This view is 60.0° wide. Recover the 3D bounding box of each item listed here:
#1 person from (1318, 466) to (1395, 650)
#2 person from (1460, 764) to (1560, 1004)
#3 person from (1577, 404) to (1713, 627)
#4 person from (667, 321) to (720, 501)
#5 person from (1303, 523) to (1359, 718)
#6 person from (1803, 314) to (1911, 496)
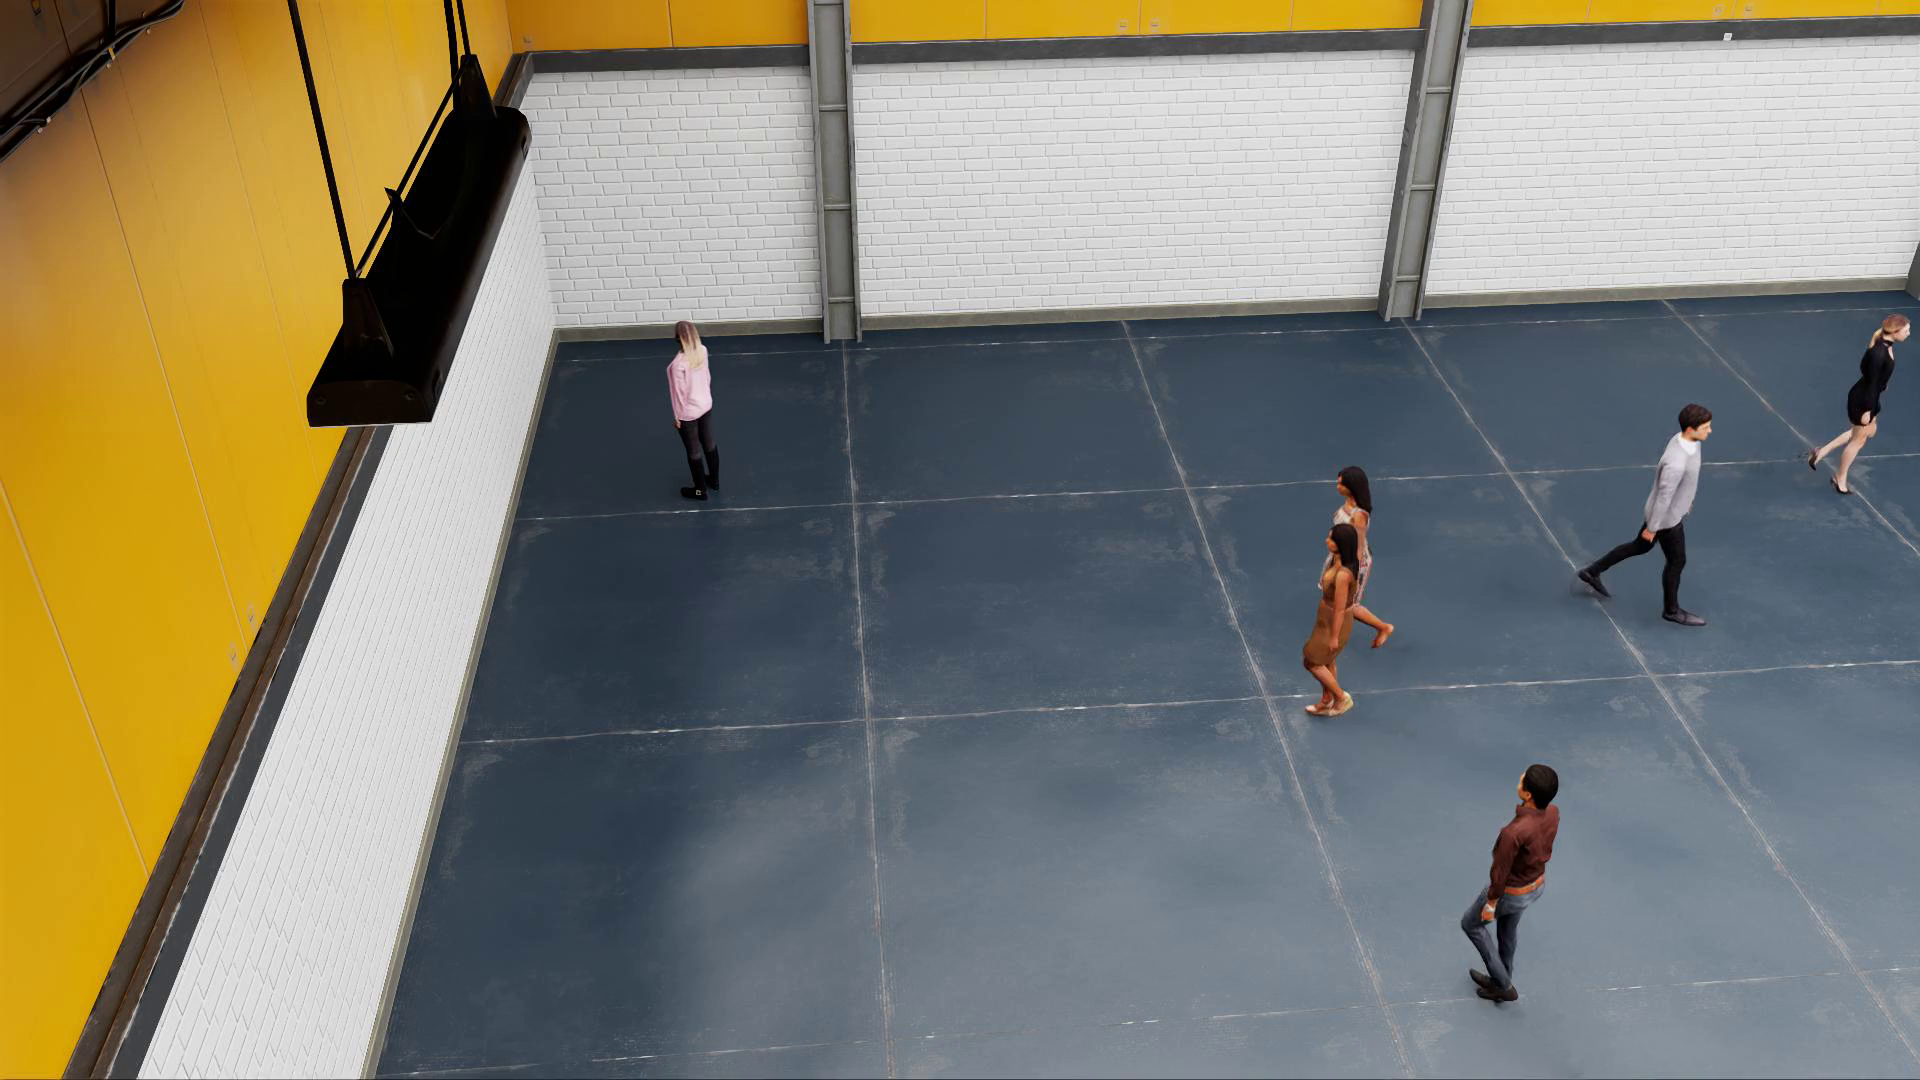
[{"bbox_3d":[3.030,0.172,12.569,0.837,1.629,0.696,-3,34,-4],"label":"person"},{"bbox_3d":[3.260,2.067,9.593,0.764,1.768,0.858,-23,40,-31],"label":"person"},{"bbox_3d":[5.399,-0.246,12.952,1.365,1.901,1.122,14,36,20],"label":"person"},{"bbox_3d":[-2.315,-1.139,14.489,0.722,1.687,0.690,19,38,26],"label":"person"},{"bbox_3d":[2.740,0.626,11.844,0.717,1.676,0.666,6,34,8],"label":"person"},{"bbox_3d":[7.809,-1.194,14.516,0.854,1.748,0.775,16,37,22],"label":"person"}]
